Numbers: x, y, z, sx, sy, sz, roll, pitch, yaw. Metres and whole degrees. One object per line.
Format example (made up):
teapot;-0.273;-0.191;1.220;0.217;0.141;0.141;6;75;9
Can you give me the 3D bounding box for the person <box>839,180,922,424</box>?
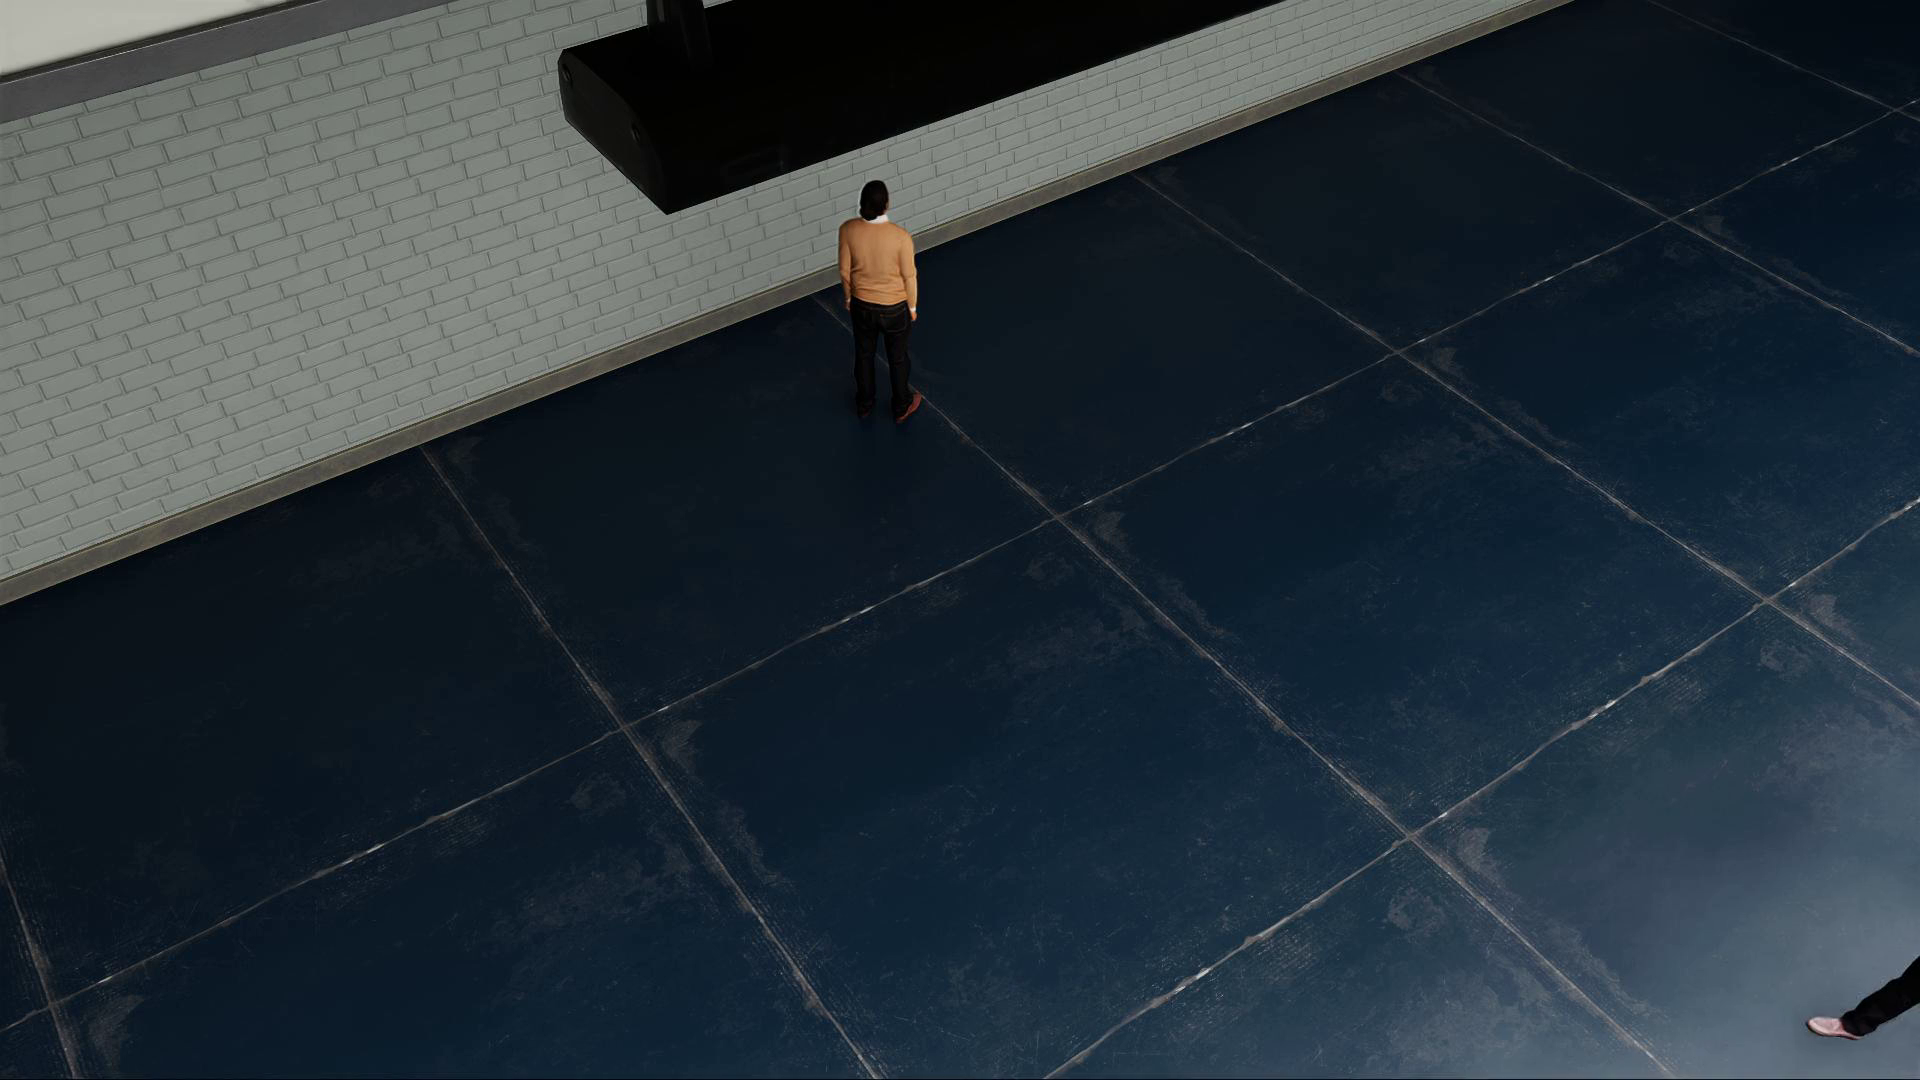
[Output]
person;-0.509;-1.502;10.563;0.740;1.755;0.814;10;44;10
